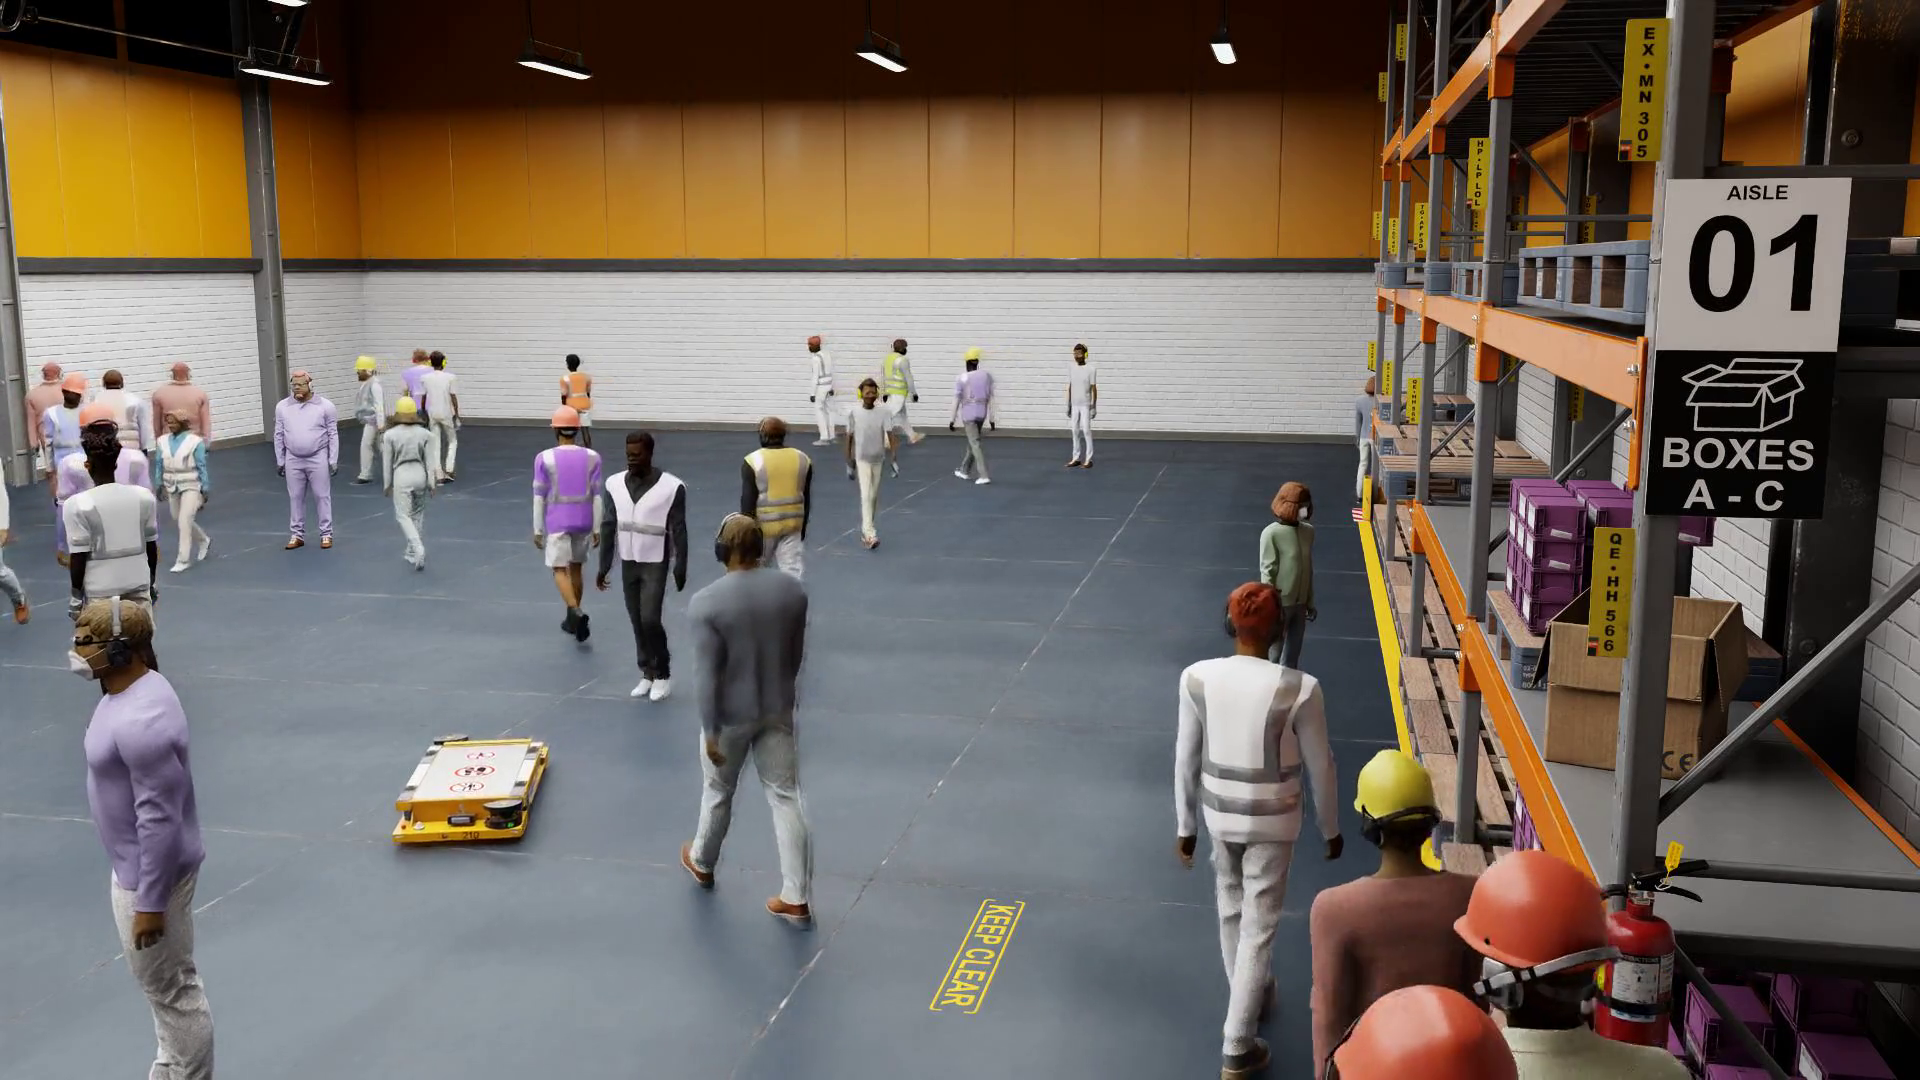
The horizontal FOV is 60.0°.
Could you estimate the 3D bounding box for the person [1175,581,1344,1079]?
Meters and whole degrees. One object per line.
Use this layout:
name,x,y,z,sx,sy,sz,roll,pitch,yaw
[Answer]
person,1.151,1.071,6.366,0.588,1.870,0.669,7,12,35

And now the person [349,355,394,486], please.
person,-8.038,-1.655,22.941,0.805,1.799,0.616,-6,11,-33

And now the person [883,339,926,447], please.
person,-0.966,-2.443,27.687,0.964,1.790,0.640,-5,11,-29

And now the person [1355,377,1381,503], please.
person,5.220,-1.256,21.008,0.268,1.630,0.507,-8,12,-40

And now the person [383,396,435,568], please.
person,-5.503,-0.582,16.685,0.490,1.717,0.768,-6,11,-33

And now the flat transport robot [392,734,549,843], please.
flat transport robot,-2.712,1.363,9.321,0.652,0.197,1.431,-1,9,-8

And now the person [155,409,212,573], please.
person,-7.741,-0.524,16.650,0.520,1.608,0.746,2,10,11

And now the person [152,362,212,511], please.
person,-9.393,-1.220,20.114,0.650,1.869,0.976,-4,10,-22

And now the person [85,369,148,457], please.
person,-9.766,-1.065,19.310,0.632,1.821,0.710,-4,10,-20

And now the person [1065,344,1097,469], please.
person,1.804,-1.994,24.796,0.528,1.861,0.330,8,12,39

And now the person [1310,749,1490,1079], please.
person,1.187,1.437,4.424,0.520,1.748,0.666,0,9,-2

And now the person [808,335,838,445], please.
person,-2.293,-2.514,27.960,0.389,1.851,0.752,3,10,16

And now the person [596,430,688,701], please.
person,-2.212,0.180,11.566,0.600,1.900,0.539,4,10,21

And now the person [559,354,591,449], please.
person,-5.889,-2.020,25.502,0.533,1.666,0.747,-6,11,-34

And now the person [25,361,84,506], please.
person,-10.818,-1.200,19.936,0.649,1.878,0.799,-1,10,-8

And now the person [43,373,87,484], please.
person,-9.428,-0.837,17.711,0.555,1.905,0.909,-6,11,-32

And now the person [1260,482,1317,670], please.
person,2.138,0.431,10.836,0.499,1.634,0.288,-8,12,-41

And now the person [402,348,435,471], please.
person,-7.791,-1.885,24.225,0.633,1.819,0.457,-2,10,-13

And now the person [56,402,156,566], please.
person,-6.338,-0.012,12.338,0.636,2.016,0.594,-9,13,-44

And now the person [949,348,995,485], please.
person,0.168,-1.721,23.079,0.606,1.873,0.986,-6,11,-32

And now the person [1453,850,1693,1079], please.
person,1.091,1.557,3.015,0.616,1.979,0.656,-3,10,-16

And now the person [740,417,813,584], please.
person,-1.545,-0.105,13.538,0.652,1.804,0.915,-5,11,-29

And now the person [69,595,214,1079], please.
person,-2.767,1.140,5.655,0.377,1.940,0.629,-5,11,-30

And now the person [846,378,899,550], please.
person,-0.939,-0.811,17.777,0.505,1.819,0.984,-3,10,-16

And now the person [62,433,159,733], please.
person,-5.439,0.290,10.690,0.367,1.966,0.606,6,11,31

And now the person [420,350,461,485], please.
person,-7.136,-1.684,22.919,0.566,1.851,0.535,0,9,-1

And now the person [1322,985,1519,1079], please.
person,0.631,1.631,2.510,0.608,1.993,0.954,1,10,8

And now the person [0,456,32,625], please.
person,-7.916,-0.123,13.382,0.683,1.906,0.858,-1,9,-3

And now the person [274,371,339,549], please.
person,-6.965,-0.847,17.723,0.653,1.906,0.405,-1,9,-7

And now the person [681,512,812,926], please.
person,-0.999,0.808,7.816,0.639,1.890,0.999,-6,11,-33

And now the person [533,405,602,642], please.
person,-3.135,-0.128,13.392,0.552,1.912,0.827,-5,11,-29
